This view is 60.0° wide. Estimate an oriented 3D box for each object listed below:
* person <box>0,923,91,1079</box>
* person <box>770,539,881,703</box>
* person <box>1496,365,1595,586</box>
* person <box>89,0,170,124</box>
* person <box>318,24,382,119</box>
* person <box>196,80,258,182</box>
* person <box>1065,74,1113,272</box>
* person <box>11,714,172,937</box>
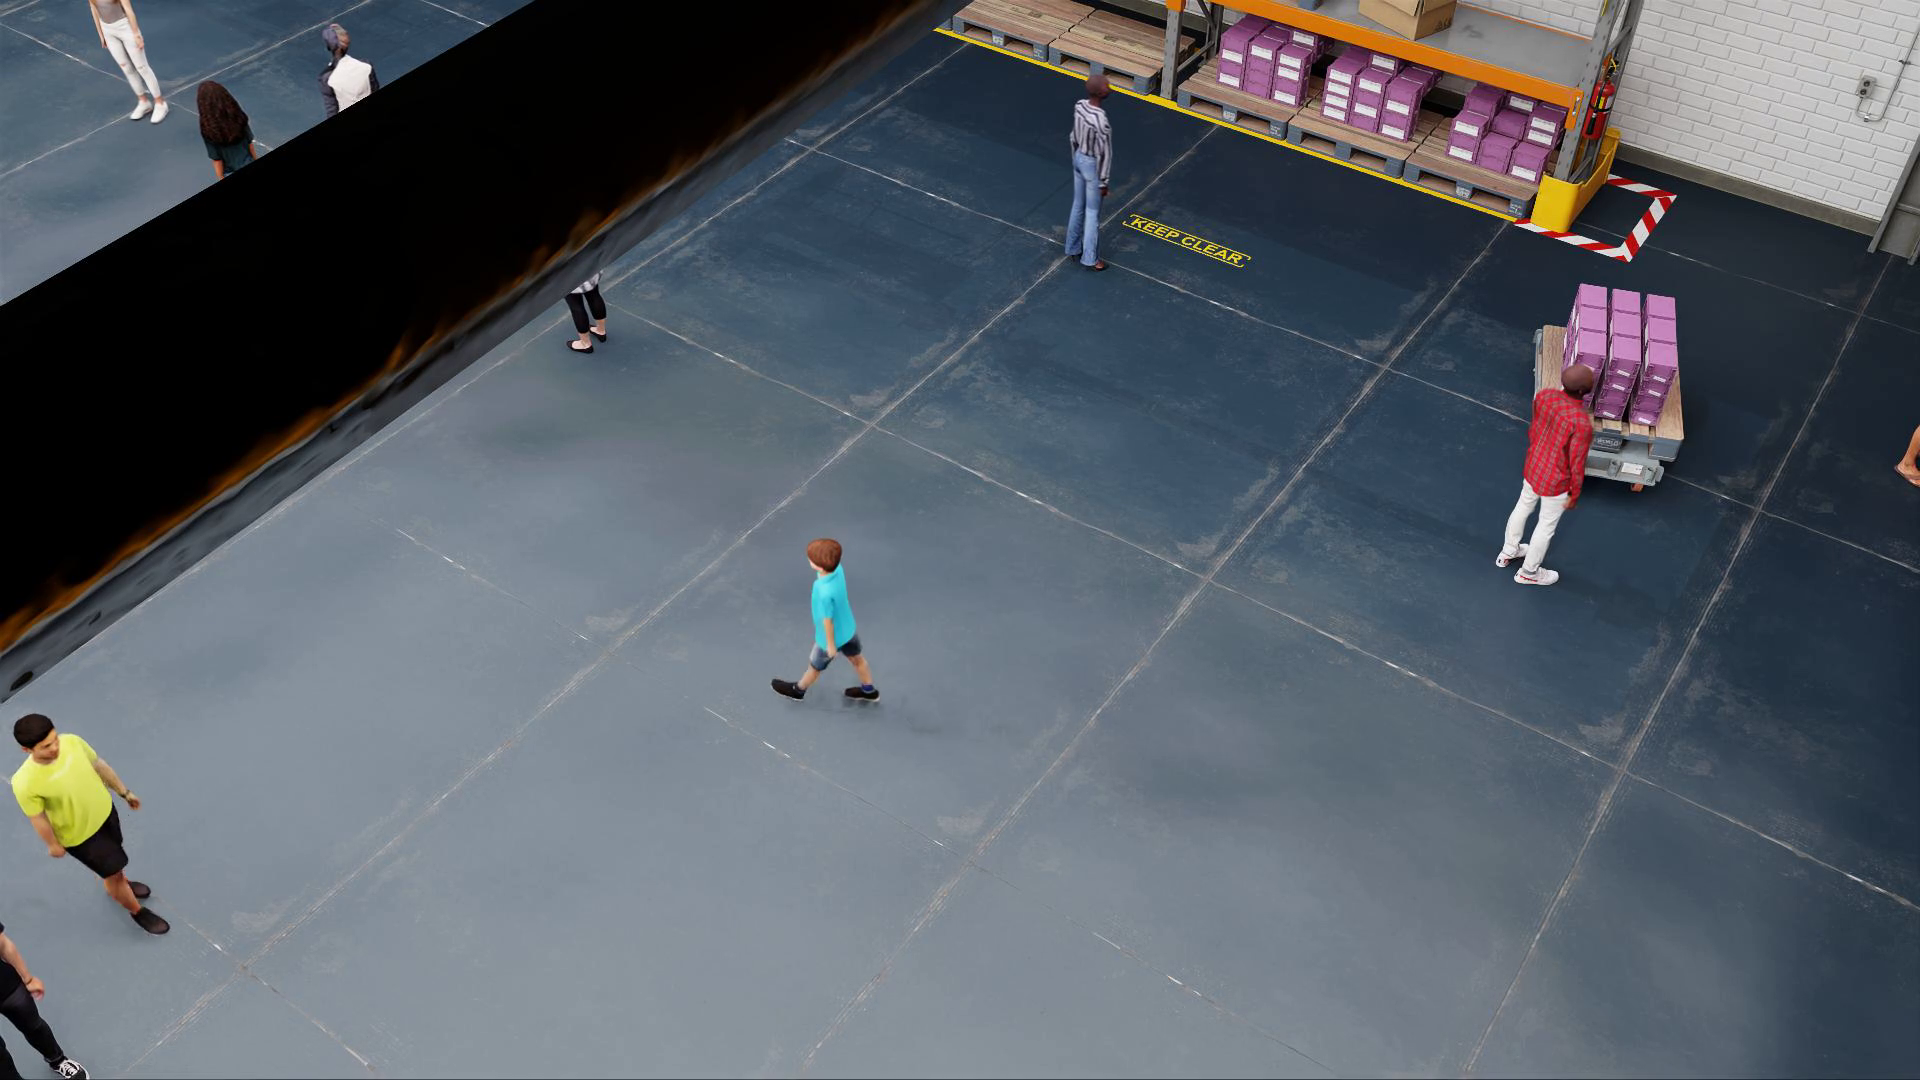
[{"bbox_3d":[-4.939,2.286,8.393,0.574,1.837,0.662,33,53,30],"label":"person"},{"bbox_3d":[-0.723,0.561,10.508,1.004,1.417,0.772,9,44,9],"label":"person"},{"bbox_3d":[4.004,-0.458,11.286,0.816,1.820,0.708,-16,46,-16],"label":"person"},{"bbox_3d":[-8.054,-4.872,15.993,0.600,1.717,0.723,7,44,7],"label":"person"},{"bbox_3d":[-5.229,-3.587,14.518,0.731,1.893,0.665,-32,52,-29],"label":"person"},{"bbox_3d":[-6.212,-3.186,14.298,0.592,1.615,0.602,28,50,26],"label":"person"},{"bbox_3d":[1.104,-3.113,14.091,0.753,1.794,0.627,-20,47,-20],"label":"person"},{"bbox_3d":[-4.970,1.531,9.291,0.892,1.691,0.791,9,44,9],"label":"person"}]
